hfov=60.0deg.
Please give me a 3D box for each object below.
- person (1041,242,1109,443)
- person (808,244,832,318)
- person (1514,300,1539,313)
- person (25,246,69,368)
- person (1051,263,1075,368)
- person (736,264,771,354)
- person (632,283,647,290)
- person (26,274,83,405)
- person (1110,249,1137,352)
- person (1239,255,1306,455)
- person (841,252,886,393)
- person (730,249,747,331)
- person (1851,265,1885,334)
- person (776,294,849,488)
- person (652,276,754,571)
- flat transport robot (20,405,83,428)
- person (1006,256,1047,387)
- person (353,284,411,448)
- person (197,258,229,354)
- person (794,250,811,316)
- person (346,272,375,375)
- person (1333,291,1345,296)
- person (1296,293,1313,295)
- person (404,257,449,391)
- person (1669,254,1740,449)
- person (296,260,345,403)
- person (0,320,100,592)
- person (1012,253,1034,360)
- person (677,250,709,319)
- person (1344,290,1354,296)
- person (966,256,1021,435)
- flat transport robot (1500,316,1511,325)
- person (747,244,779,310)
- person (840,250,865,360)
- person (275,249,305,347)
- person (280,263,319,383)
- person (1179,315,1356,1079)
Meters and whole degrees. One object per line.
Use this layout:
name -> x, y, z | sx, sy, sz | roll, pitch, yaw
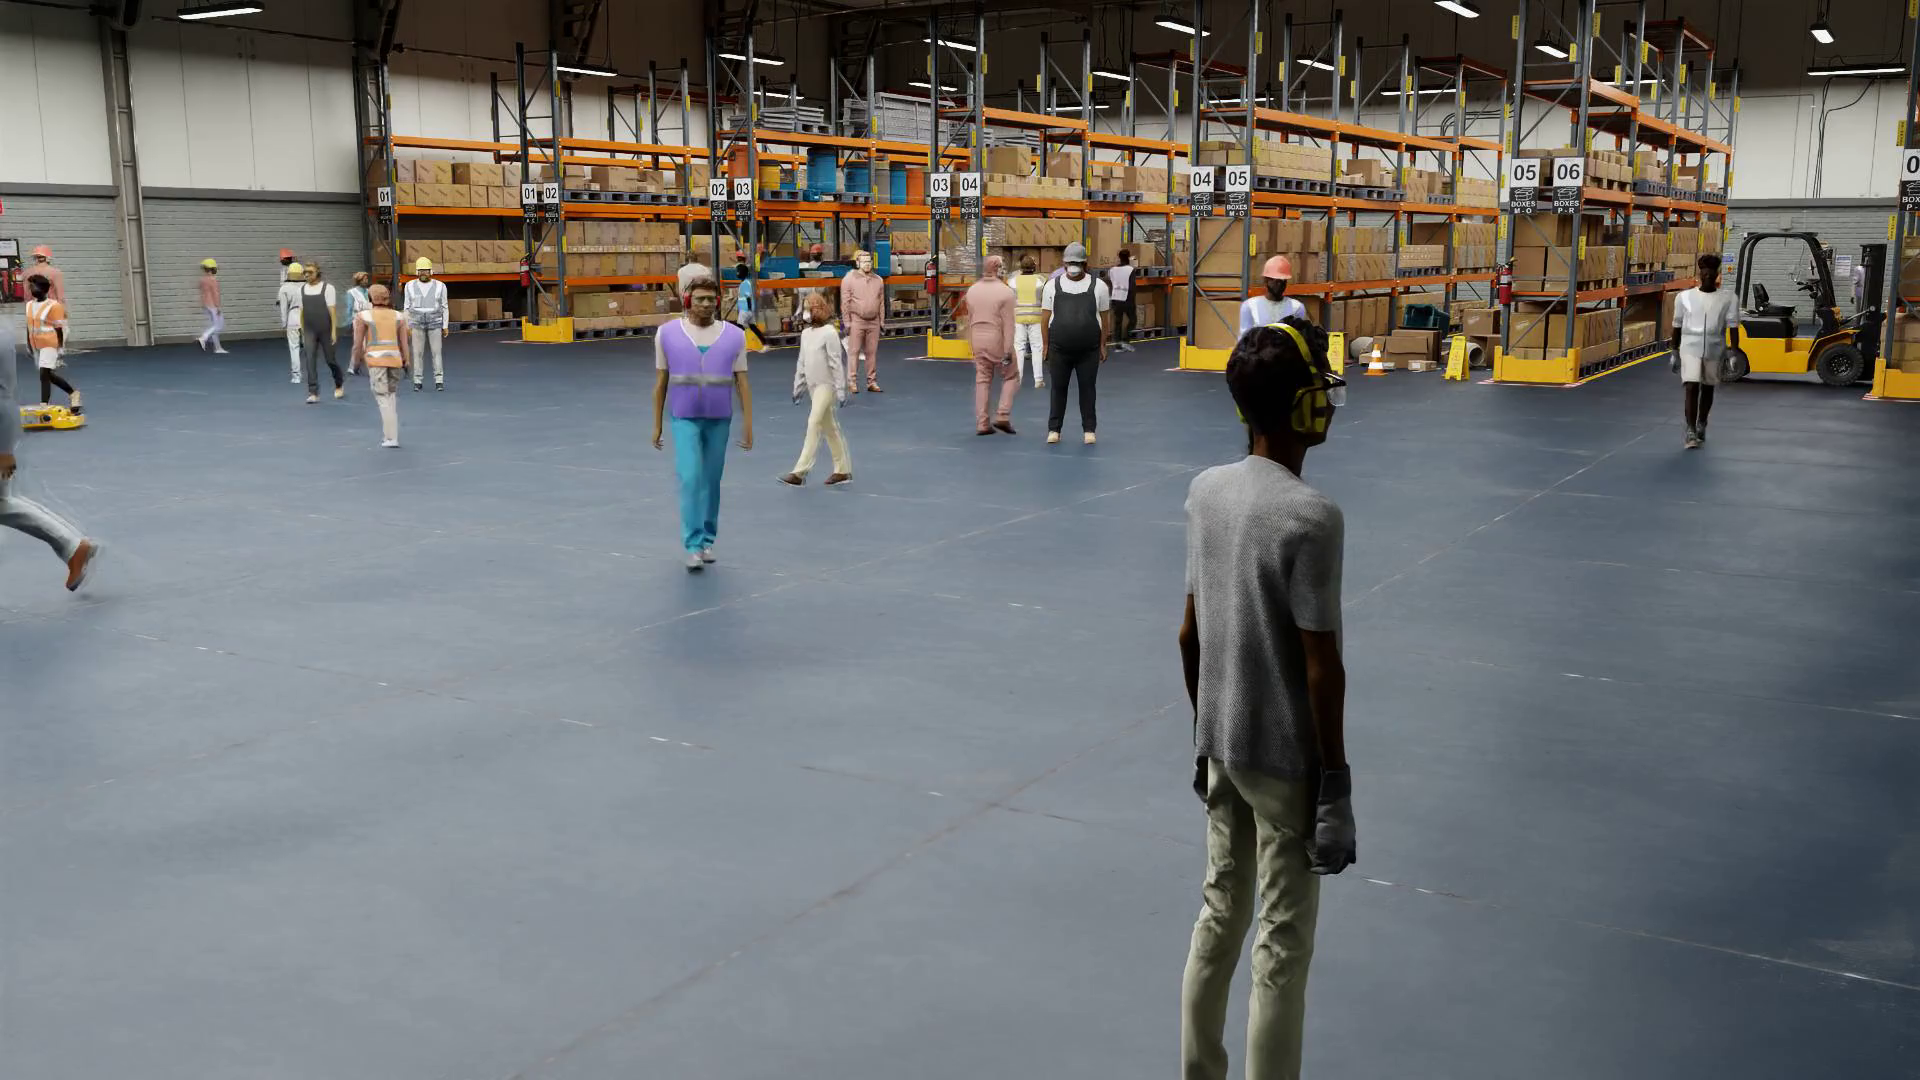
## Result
person -> 1.158, -1.984, 16.805 | 0.690, 2.000, 0.538 | 1, 10, 5
person -> -3.115, -5.438, 36.288 | 0.620, 1.985, 1.035 | 6, 12, 31
person -> 12.016, -5.267, 35.375 | 0.646, 1.968, 0.807 | 6, 12, 32
person -> -14.720, -3.752, 26.869 | 0.650, 1.977, 0.476 | 0, 10, 1
person -> 1.806, -3.729, 26.995 | 0.668, 1.887, 0.441 | 6, 12, 29
person -> -3.846, -4.175, 30.158 | 0.878, 1.656, 0.543 | -2, 10, -11
person -> -7.832, -6.191, 40.687 | 0.576, 1.924, 0.415 | 8, 13, 39
person -> -10.683, -2.286, 19.529 | 0.539, 1.669, 0.770 | 4, 11, 23
person -> 3.068, -4.453, 30.996 | 0.619, 1.904, 0.538 | 9, 14, 42
person -> 2.574, -1.390, 13.801 | 0.566, 1.925, 0.619 | 0, 10, 2
person -> -1.288, -2.944, 22.555 | 0.638, 1.910, 0.407 | -6, 12, -29
person -> -4.676, -5.258, 35.501 | 0.555, 1.914, 0.769 | 3, 11, 17
person -> 19.170, -5.184, 35.154 | 0.592, 1.902, 0.781 | 6, 12, 31
person -> -1.249, -1.225, 13.758 | 0.811, 1.596, 0.530 | -7, 12, -33
person -> -1.580, -0.718, 10.325 | 0.607, 1.812, 0.806 | -3, 11, -17
flat transport robot -> -10.378, -1.326, 18.072 | 1.431, 0.197, 0.652 | -4, 11, -21
person -> 0.956, -3.059, 23.381 | 0.627, 1.844, 0.429 | 1, 10, 8
person -> -5.789, -1.731, 16.587 | 0.638, 1.614, 0.513 | 9, 14, 43
person -> -13.698, -4.261, 30.378 | 0.526, 1.749, 0.580 | 8, 13, 37
person -> -3.601, -5.777, 38.539 | 0.582, 1.866, 0.618 | 4, 11, 23
person -> -9.068, -3.282, 25.324 | 0.883, 1.587, 0.536 | 5, 11, 25
person -> 8.616, -5.641, 37.926 | 0.552, 1.817, 1.000 | 6, 12, 28
person -> 7.597, -5.541, 37.325 | 0.628, 1.828, 0.448 | 9, 13, 40
person -> -7.323, -2.959, 22.841 | 0.588, 1.835, 0.403 | -3, 10, -14
person -> 7.459, -1.892, 16.665 | 0.619, 1.913, 0.994 | 4, 11, 20
person -> -8.201, -2.678, 21.324 | 0.514, 1.822, 0.822 | 0, 10, -3
person -> -5.310, -0.561, 9.214 | 0.863, 1.913, 0.636 | -9, 13, -41
person -> 1.130, -4.029, 28.787 | 0.569, 1.847, 0.478 | 9, 14, 42
person -> -4.980, -4.455, 31.077 | 0.644, 1.885, 1.005 | -5, 11, -27
person -> 10.191, -6.635, 43.242 | 0.881, 1.911, 0.637 | 3, 10, 14
person -> 0.367, -2.042, 17.555 | 0.653, 1.893, 0.475 | 7, 12, 36
flat transport robot -> 13.473, -5.376, 40.758 | 0.652, 0.197, 1.431 | 3, 11, 17
person -> -3.979, -5.090, 34.354 | 0.816, 1.998, 0.435 | -4, 11, -22
person -> -1.824, -4.098, 29.013 | 0.577, 1.908, 0.605 | 4, 11, 23
person -> -13.026, -4.679, 32.272 | 0.552, 1.901, 0.786 | 9, 14, 42
person -> -9.622, -3.158, 24.218 | 0.492, 1.740, 0.324 | -6, 12, -30
person -> 0.663, 0.469, 3.529 | 0.328, 1.876, 0.515 | -5, 11, -27
